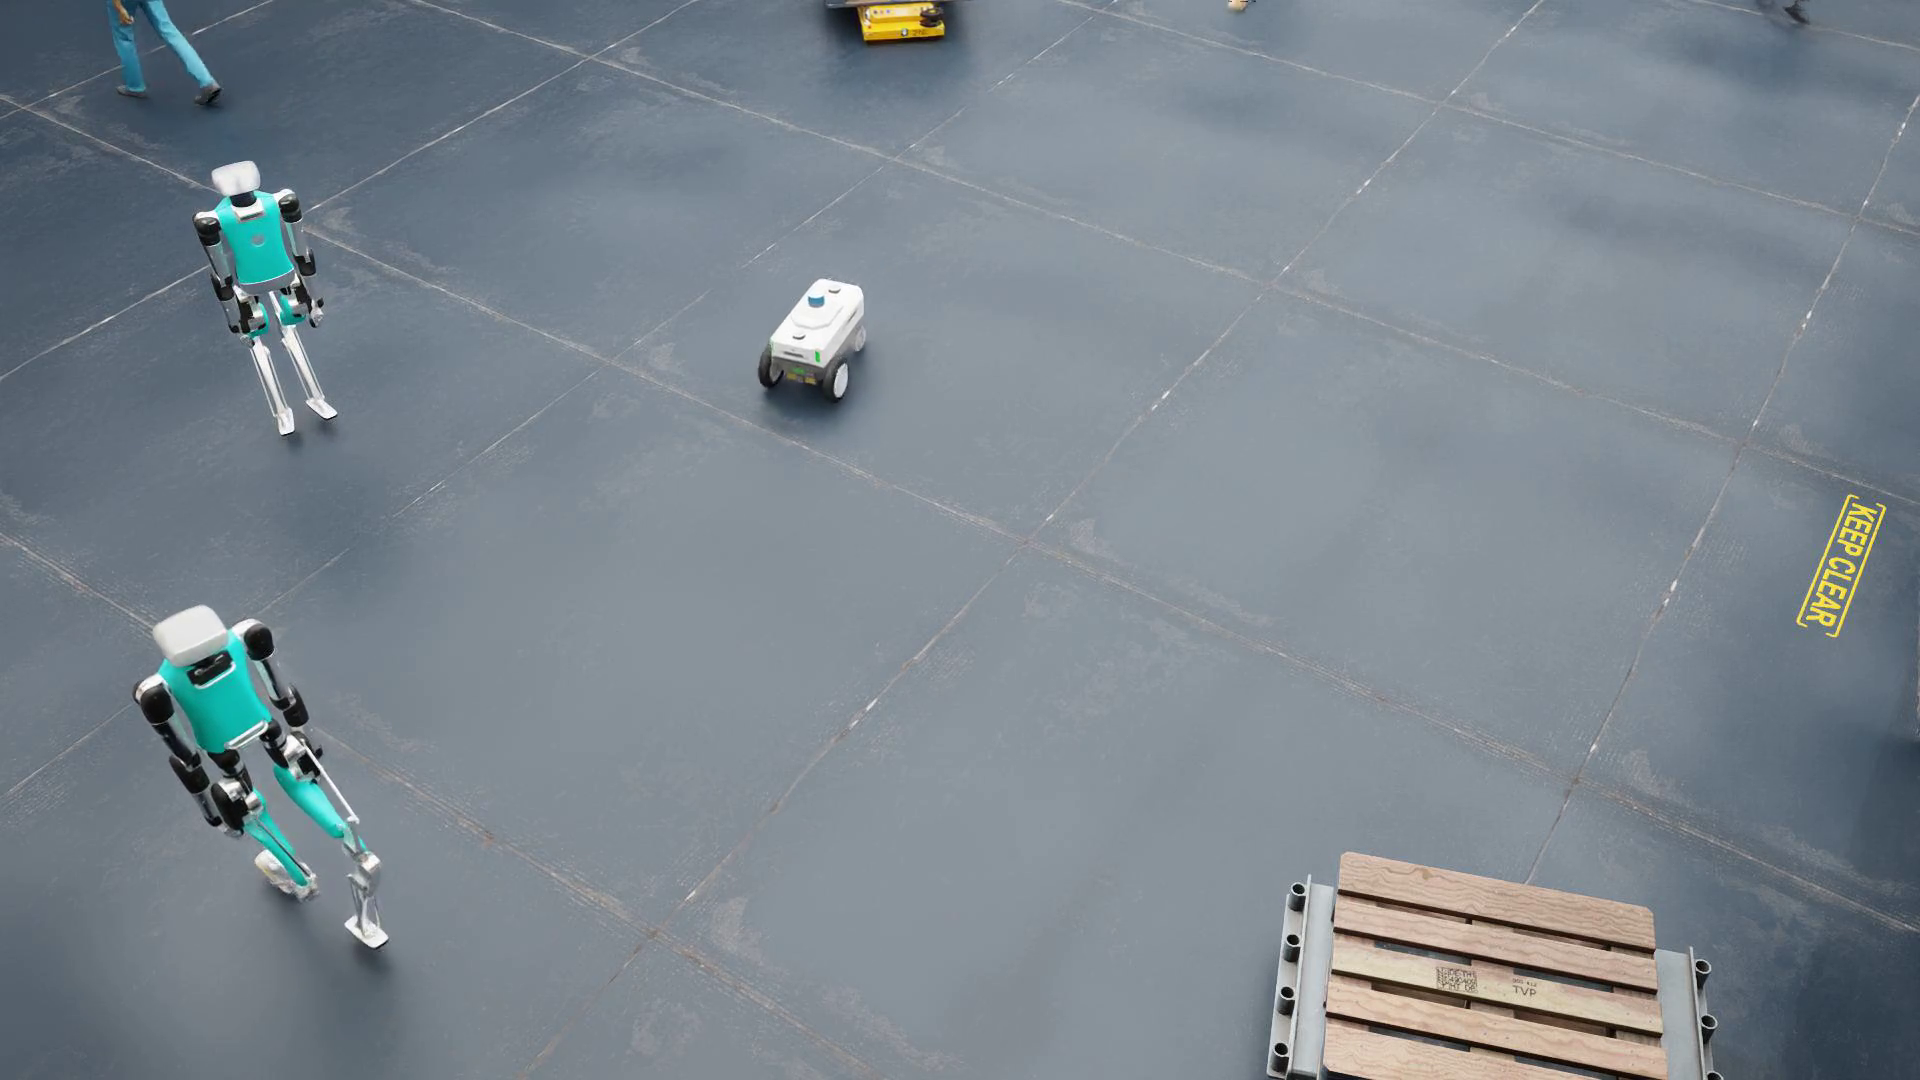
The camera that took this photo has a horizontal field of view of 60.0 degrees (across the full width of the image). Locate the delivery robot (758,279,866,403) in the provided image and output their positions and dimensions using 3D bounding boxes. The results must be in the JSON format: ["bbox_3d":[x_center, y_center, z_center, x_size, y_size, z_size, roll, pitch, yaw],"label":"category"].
[{"bbox_3d":[-0.853,-1.208,9.925,0.499,0.606,0.794,14,44,15],"label":"delivery robot"}]

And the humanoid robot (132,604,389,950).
[{"bbox_3d":[-2.652,1.038,6.541,1.024,1.755,0.543,31,50,30],"label":"humanoid robot"}]

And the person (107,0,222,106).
[{"bbox_3d":[-6.026,-4.032,12.138,0.908,1.807,0.568,17,44,18],"label":"person"}]

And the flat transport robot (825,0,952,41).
[{"bbox_3d":[-0.559,-4.577,13.901,0.659,0.231,1.431,-6,42,-7],"label":"flat transport robot"}]

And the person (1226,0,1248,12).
[{"bbox_3d":[2.475,-5.350,13.610,0.472,1.815,0.981,20,45,21],"label":"person"}]

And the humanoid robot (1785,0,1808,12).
[{"bbox_3d":[6.866,-5.161,13.540,0.599,1.636,0.795,0,42,1],"label":"humanoid robot"}]

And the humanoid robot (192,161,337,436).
[{"bbox_3d":[-3.822,-1.384,9.126,0.533,1.677,0.735,-24,47,-25],"label":"humanoid robot"}]
